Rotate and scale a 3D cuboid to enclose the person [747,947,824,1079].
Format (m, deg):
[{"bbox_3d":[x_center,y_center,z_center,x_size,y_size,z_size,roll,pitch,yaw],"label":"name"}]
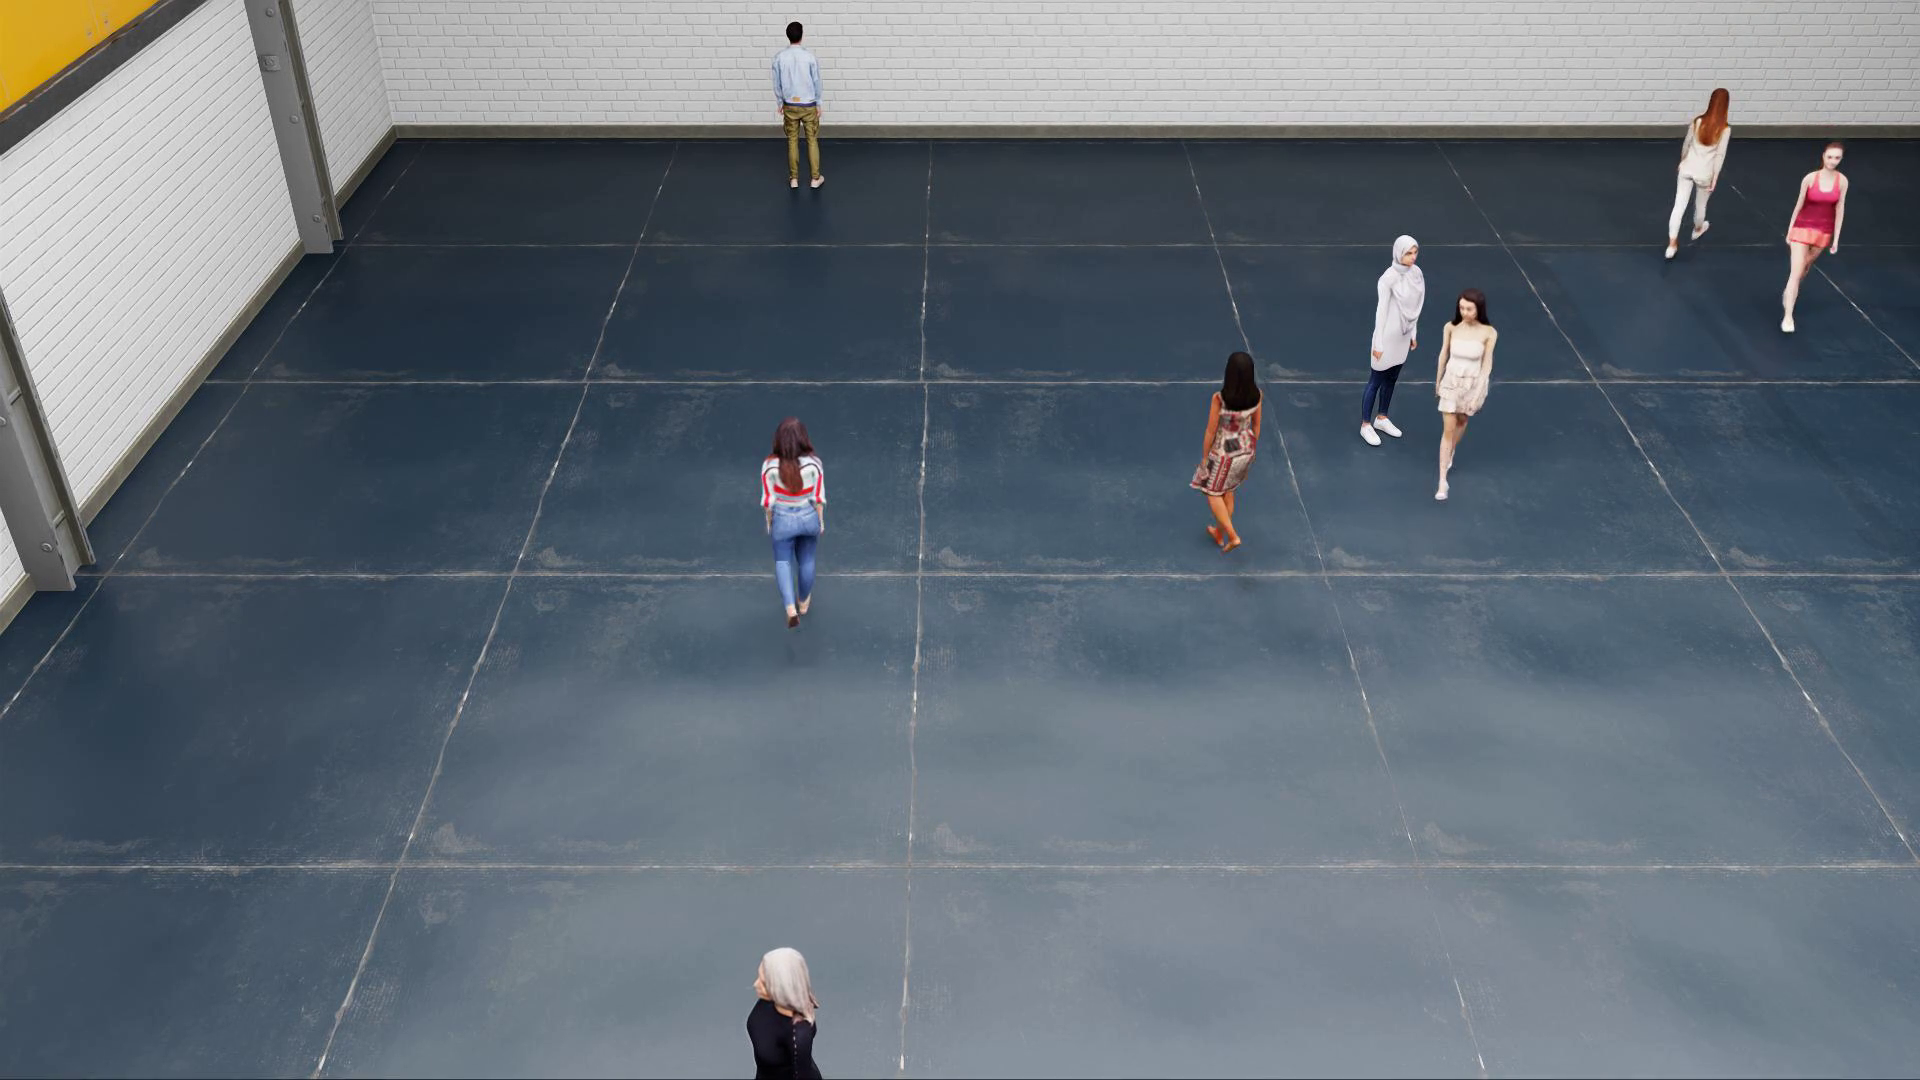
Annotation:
[{"bbox_3d":[-0.765,2.445,7.398,0.745,1.747,0.640,-15,36,-21],"label":"person"}]

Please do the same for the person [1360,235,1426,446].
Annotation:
[{"bbox_3d":[3.507,-1.638,13.516,0.688,1.776,0.704,-20,38,-27],"label":"person"}]

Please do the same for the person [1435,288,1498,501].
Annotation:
[{"bbox_3d":[3.925,-1.183,12.915,0.840,1.682,1.116,13,36,19],"label":"person"}]

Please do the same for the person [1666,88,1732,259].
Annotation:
[{"bbox_3d":[7.320,-3.614,16.580,1.012,1.674,1.151,22,39,29],"label":"person"}]

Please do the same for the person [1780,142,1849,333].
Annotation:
[{"bbox_3d":[7.888,-2.852,15.405,0.751,1.706,1.186,8,34,12],"label":"person"}]

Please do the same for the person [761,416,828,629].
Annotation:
[{"bbox_3d":[-1.118,-0.085,11.339,0.650,1.599,0.862,-3,34,-5],"label":"person"}]

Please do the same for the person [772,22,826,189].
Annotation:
[{"bbox_3d":[-1.747,-4.741,18.151,0.684,1.812,0.571,2,34,3],"label":"person"}]

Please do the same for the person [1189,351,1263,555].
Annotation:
[{"bbox_3d":[1.983,-0.586,12.063,0.803,1.633,0.912,-11,35,-16],"label":"person"}]
